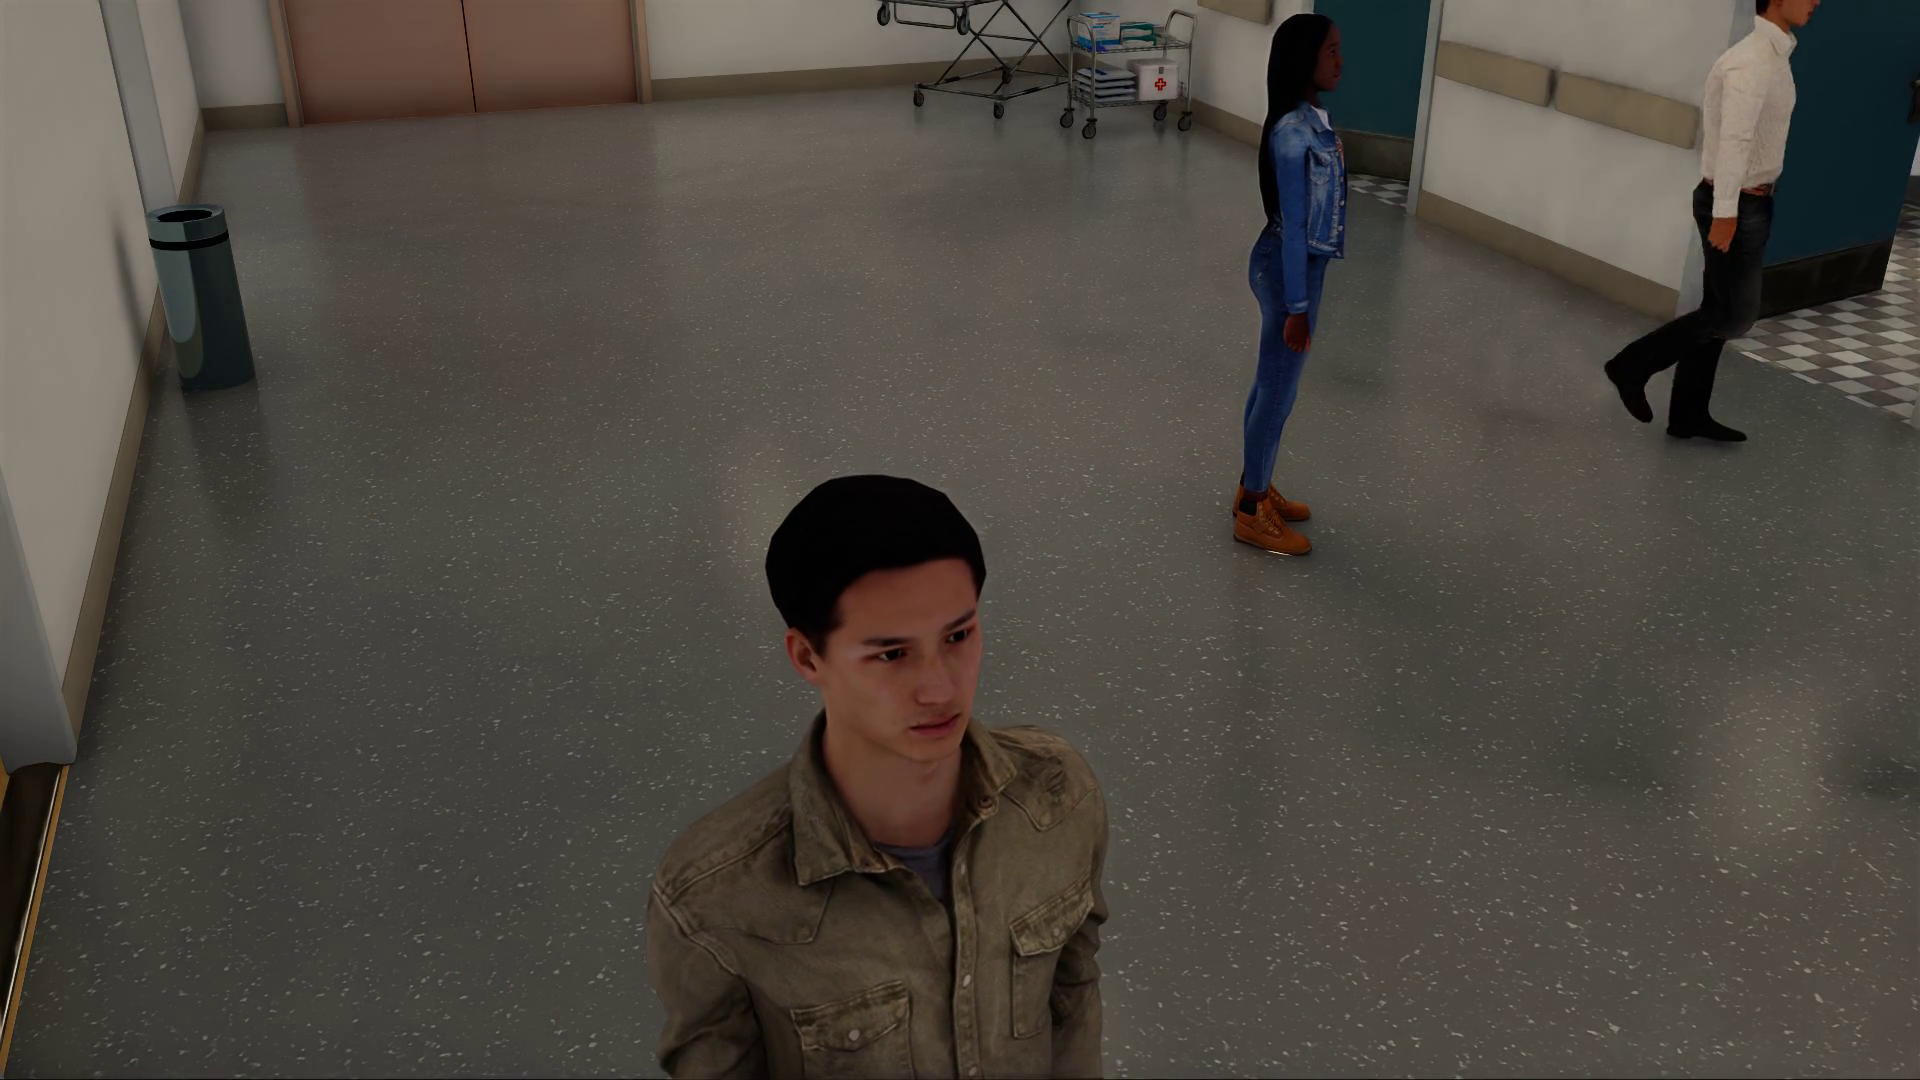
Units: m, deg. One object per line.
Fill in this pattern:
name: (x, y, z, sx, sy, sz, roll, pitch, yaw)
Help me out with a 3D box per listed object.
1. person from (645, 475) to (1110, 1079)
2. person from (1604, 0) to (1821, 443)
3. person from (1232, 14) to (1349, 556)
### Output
person: (-0.075, 0.791, 1.861, 0.756, 1.865, 0.679, -16, 30, -30)
person: (2.743, -1.221, 6.107, 0.955, 1.802, 0.892, 15, 29, 28)
person: (1.054, -0.814, 5.365, 0.743, 1.713, 0.633, 6, 26, 11)
